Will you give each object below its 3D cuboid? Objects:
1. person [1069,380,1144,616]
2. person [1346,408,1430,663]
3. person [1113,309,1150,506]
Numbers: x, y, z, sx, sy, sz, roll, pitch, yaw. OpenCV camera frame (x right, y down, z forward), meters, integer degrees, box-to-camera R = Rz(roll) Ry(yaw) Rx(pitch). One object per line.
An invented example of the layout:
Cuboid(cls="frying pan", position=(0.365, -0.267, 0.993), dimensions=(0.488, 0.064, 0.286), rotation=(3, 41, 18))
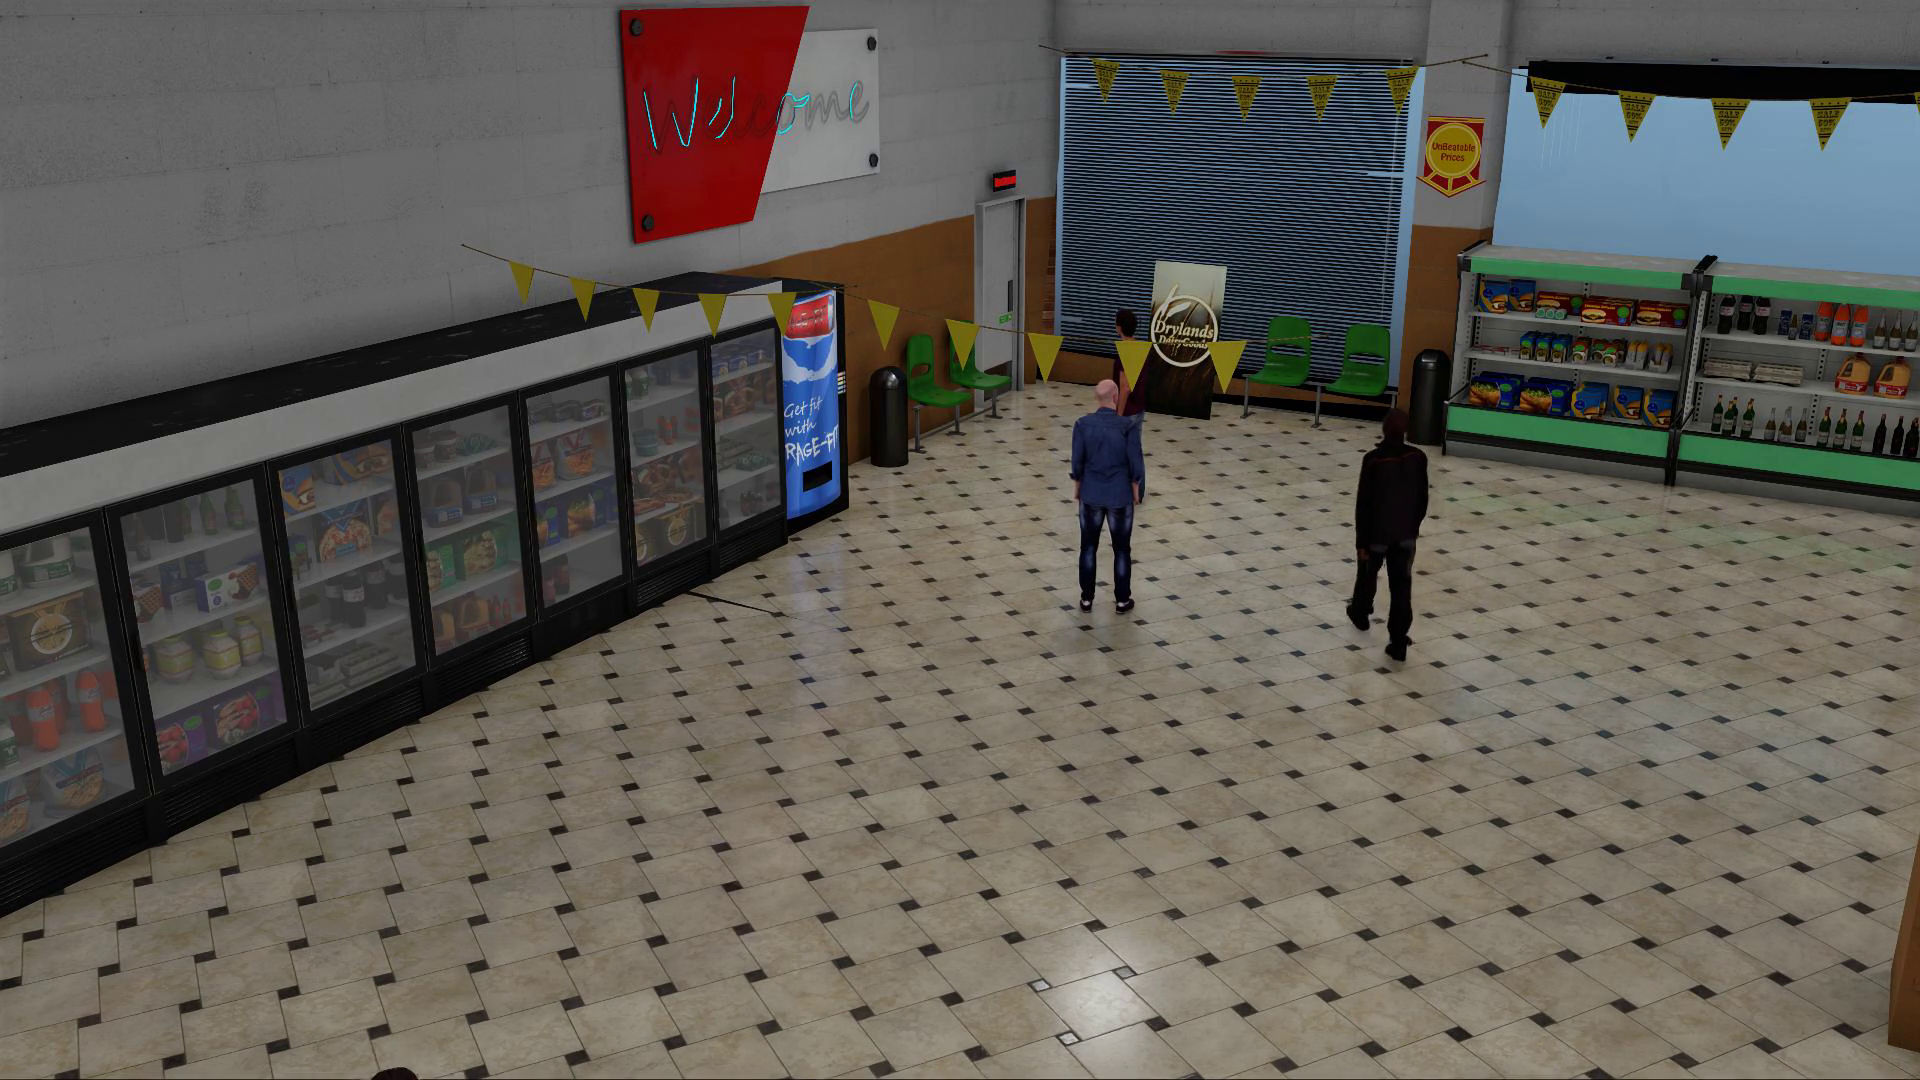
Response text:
Cuboid(cls="person", position=(1.117, -0.323, 12.675), dimensions=(0.642, 1.826, 0.839), rotation=(4, 19, 12))
Cuboid(cls="person", position=(3.084, -0.005, 11.808), dimensions=(1.291, 1.778, 1.192), rotation=(0, 19, -1))
Cuboid(cls="person", position=(1.539, -1.189, 15.209), dimensions=(0.513, 1.849, 0.657), rotation=(10, 21, 27))
